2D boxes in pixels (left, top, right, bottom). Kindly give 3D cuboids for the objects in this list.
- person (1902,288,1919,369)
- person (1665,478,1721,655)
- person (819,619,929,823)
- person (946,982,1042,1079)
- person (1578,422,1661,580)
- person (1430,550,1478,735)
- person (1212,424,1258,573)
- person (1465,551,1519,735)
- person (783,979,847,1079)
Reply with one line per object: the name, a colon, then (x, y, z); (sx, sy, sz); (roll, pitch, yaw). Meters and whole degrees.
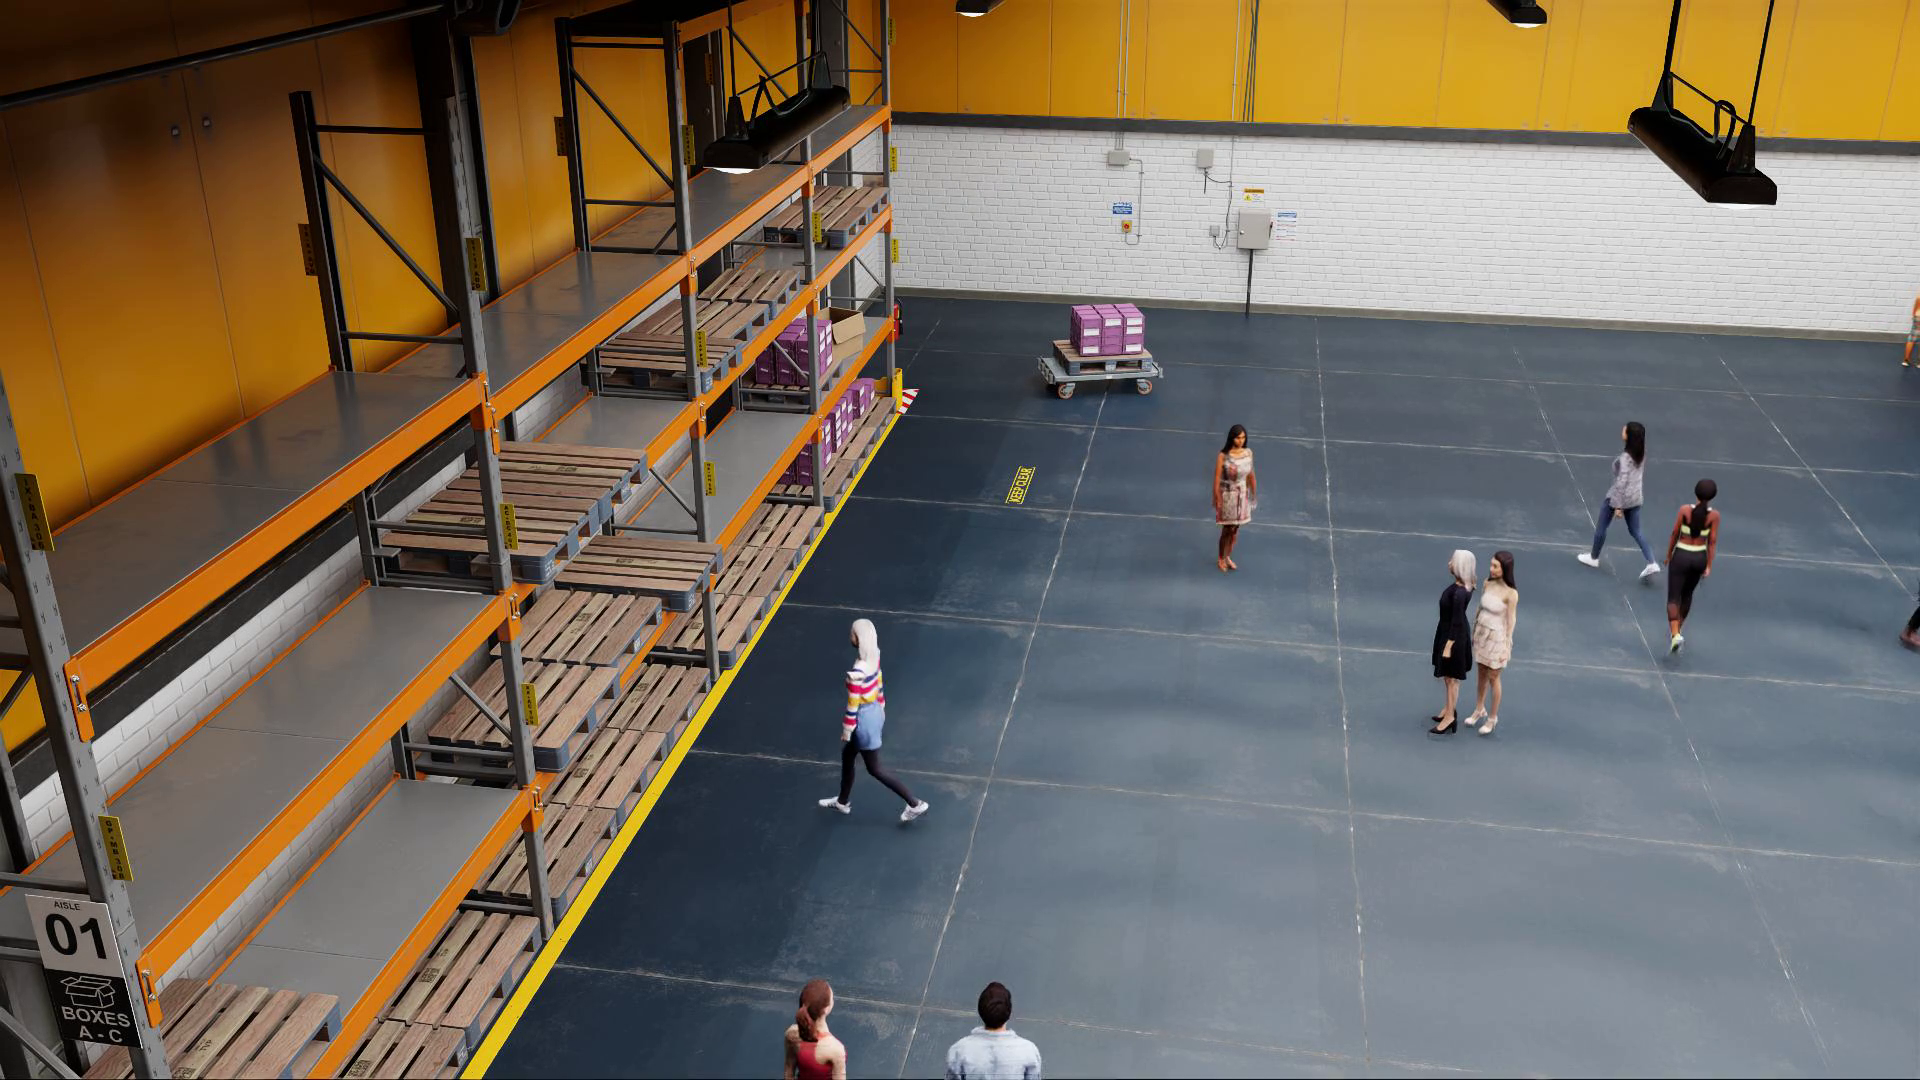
person: (14.162, -3.256, 24.397); (0.593, 1.459, 0.623); (21, 31, 39)
person: (7.002, 0.268, 15.997); (0.638, 1.730, 1.077); (7, 25, 16)
person: (-0.656, 1.476, 13.187); (0.755, 1.768, 1.106); (5, 24, 11)
person: (0.192, 3.268, 9.074); (0.776, 1.779, 1.181); (2, 24, 4)
person: (7.098, -0.402, 17.564); (1.086, 1.703, 1.184); (-14, 27, -29)
person: (4.314, 0.883, 14.570); (0.704, 1.746, 0.568); (9, 25, 19)
person: (2.897, -0.488, 17.847); (0.796, 1.634, 0.842); (-9, 25, -20)
person: (4.671, 0.895, 14.559); (0.729, 1.735, 0.637); (-10, 26, -22)
person: (-0.831, 3.221, 9.224); (0.738, 1.746, 0.879); (15, 28, 31)
